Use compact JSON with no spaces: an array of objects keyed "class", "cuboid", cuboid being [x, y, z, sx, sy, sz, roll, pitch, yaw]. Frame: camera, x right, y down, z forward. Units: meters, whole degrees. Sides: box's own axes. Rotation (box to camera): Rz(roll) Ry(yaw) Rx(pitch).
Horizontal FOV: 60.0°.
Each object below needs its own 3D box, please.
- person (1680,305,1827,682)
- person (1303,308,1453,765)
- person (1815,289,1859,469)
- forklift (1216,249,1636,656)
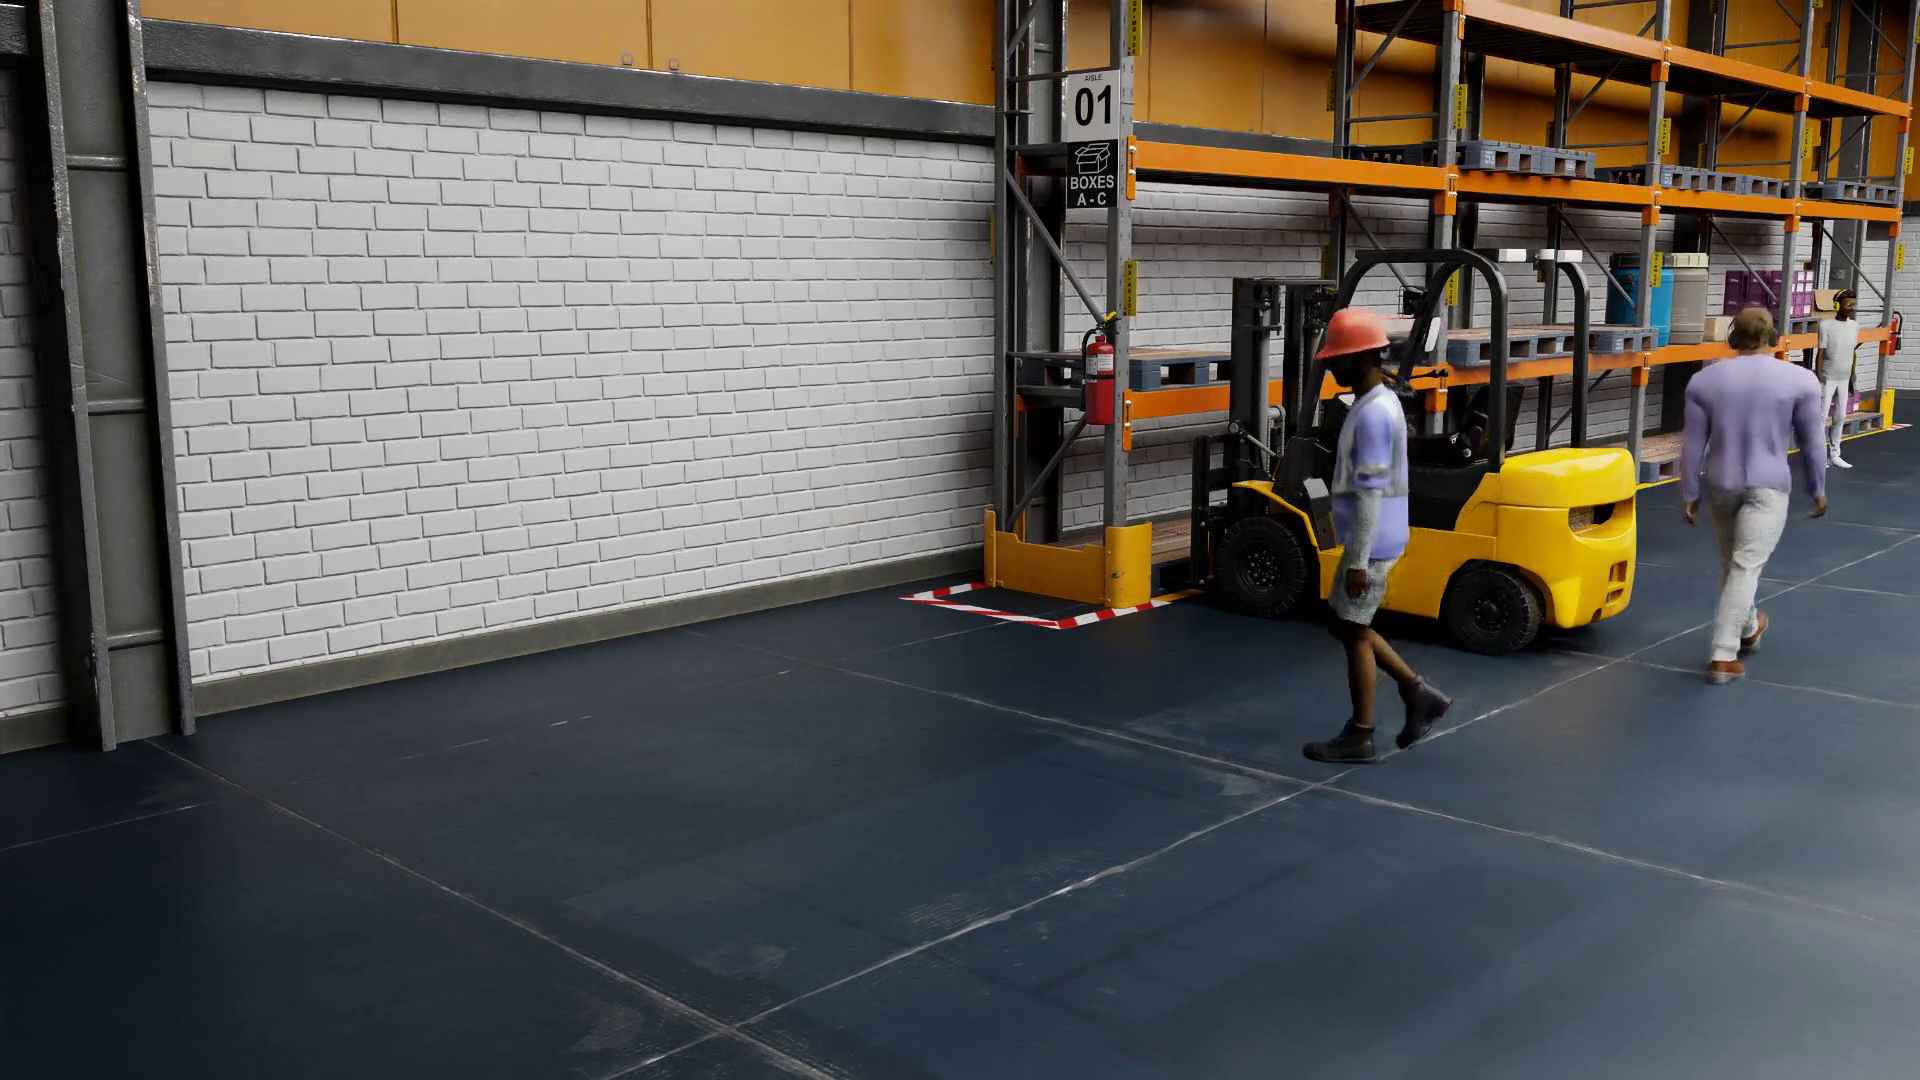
[{"class":"person","cuboid":[4.078,-0.258,8.559,0.645,1.872,1.060,9,13,43]},{"class":"person","cuboid":[1.721,0.001,6.886,0.549,1.918,0.584,2,9,12]},{"class":"person","cuboid":[9.107,-1.665,17.284,0.514,1.862,0.325,-3,10,-15]},{"class":"forklift","cuboid":[2.710,-0.584,9.626,2.313,2.155,1.214,9,13,43]}]
